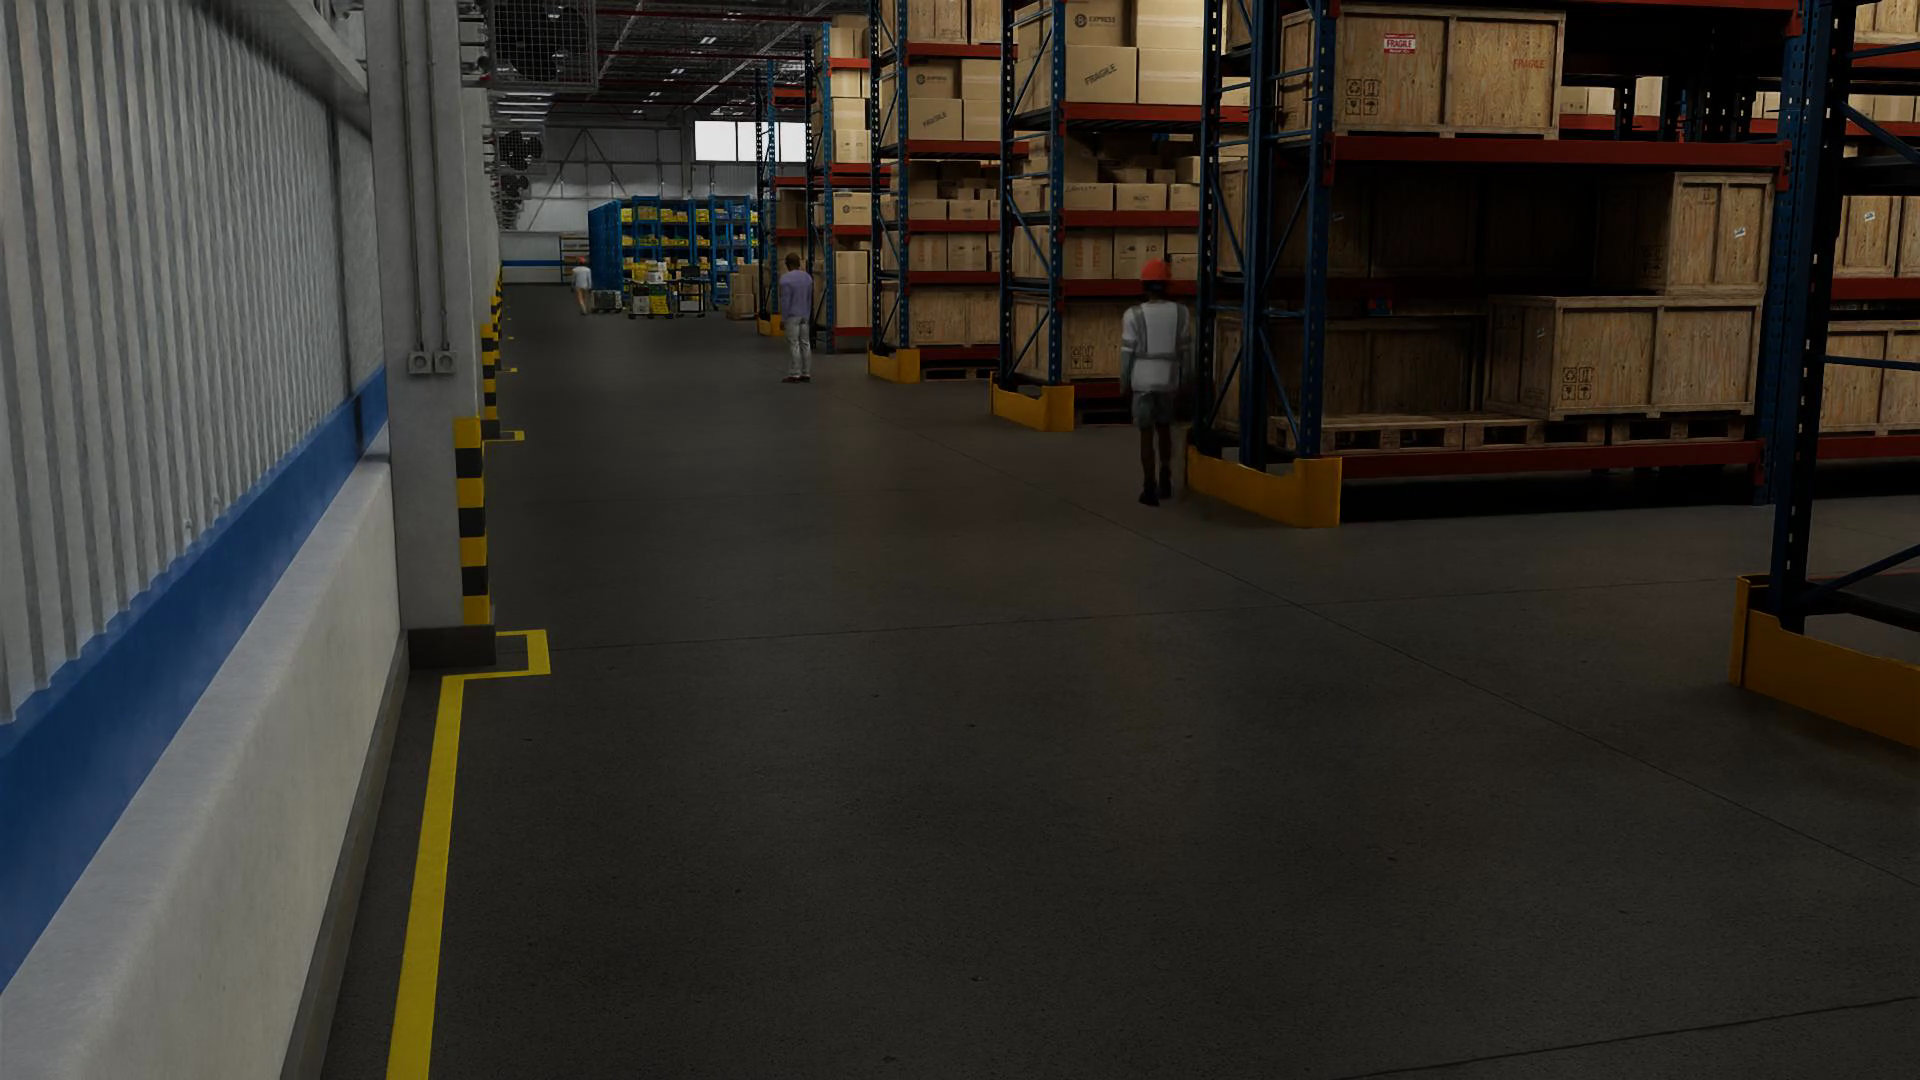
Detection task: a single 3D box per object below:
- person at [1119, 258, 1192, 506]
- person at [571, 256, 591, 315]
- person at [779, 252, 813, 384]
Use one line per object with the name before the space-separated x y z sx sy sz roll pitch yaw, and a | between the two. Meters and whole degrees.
person | 1.508 -1.229 13.028 0.568 1.925 0.426 -2 10 -12
person | -11.073 -7.428 48.672 0.572 1.735 0.658 -6 12 -31
person | -2.438 -3.283 24.645 0.372 1.934 0.627 7 12 36
